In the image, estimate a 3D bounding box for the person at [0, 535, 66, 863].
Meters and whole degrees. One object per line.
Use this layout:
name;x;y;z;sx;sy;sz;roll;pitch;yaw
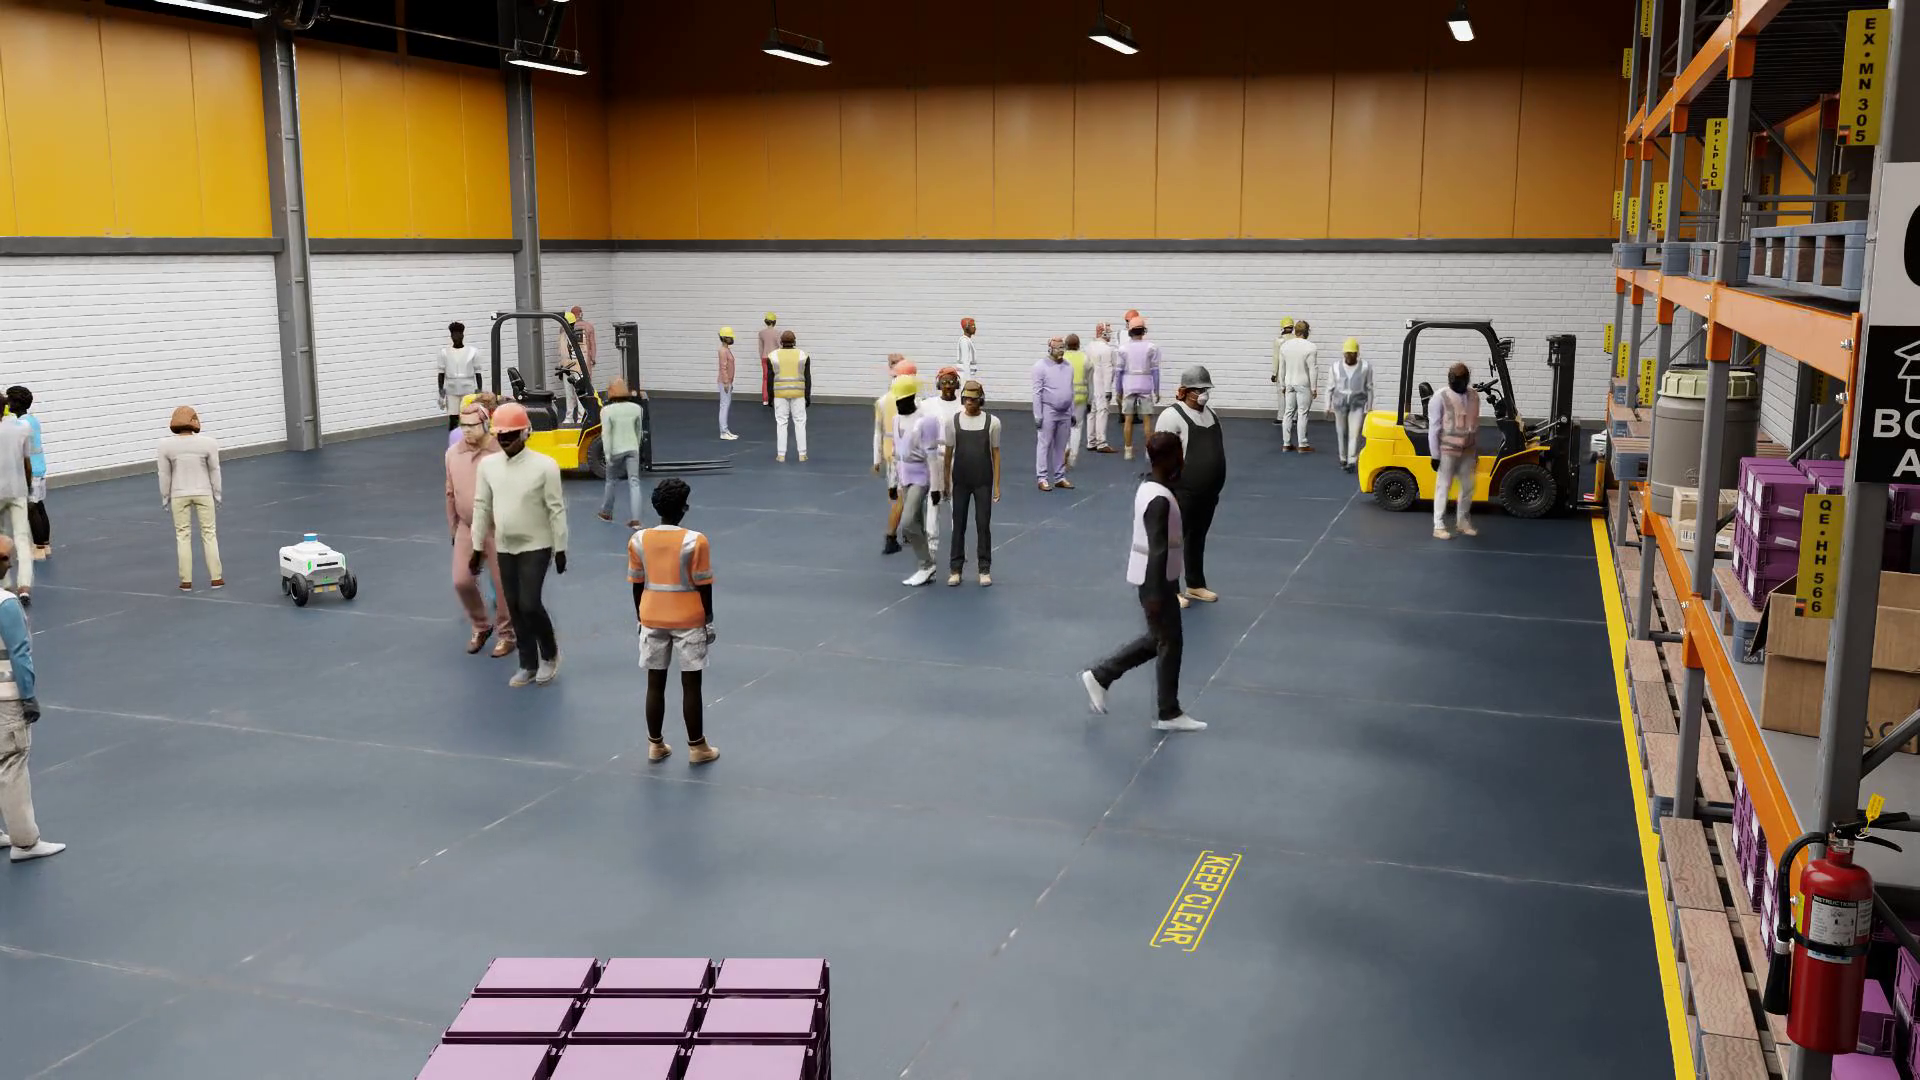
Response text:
person;-4.741;0.774;8.195;0.514;1.639;0.311;5;11;26

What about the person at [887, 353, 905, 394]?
person;-0.793;-1.627;21.739;0.318;1.631;0.526;0;10;-2

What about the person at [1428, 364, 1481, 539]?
person;5.122;-0.910;17.201;0.696;1.819;0.476;-4;11;-22

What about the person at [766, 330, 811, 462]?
person;-2.401;-2.016;23.337;0.624;1.844;0.430;-1;10;-8

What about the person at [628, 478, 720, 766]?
person;-1.666;0.481;9.693;0.532;1.692;0.320;3;10;16

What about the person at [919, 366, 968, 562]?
person;-0.116;-0.719;15.908;0.583;1.882;0.338;-2;10;-9

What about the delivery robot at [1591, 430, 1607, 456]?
delivery robot;9.087;-1.379;23.102;0.707;0.478;0.477;-8;13;-38

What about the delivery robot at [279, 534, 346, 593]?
delivery robot;-5.561;0.189;14.274;0.477;0.478;0.707;-9;13;-41

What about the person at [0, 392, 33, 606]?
person;-8.078;-0.358;14.061;0.482;1.825;0.911;-6;12;-31

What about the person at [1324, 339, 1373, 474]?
person;5.192;-1.793;22.257;0.622;1.778;0.939;3;11;19

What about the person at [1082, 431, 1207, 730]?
person;1.170;0.260;10.371;0.713;1.898;0.595;1;10;5

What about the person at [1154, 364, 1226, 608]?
person;1.984;-0.461;14.015;0.673;2.000;0.536;-9;13;-41

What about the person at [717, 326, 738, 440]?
person;-3.634;-2.448;25.976;0.307;1.770;0.525;0;10;-2

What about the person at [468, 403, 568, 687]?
person;-3.015;0.045;11.373;0.633;1.973;0.453;4;11;19

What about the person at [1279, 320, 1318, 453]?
person;4.951;-2.238;24.311;0.353;1.937;0.635;-10;14;-43

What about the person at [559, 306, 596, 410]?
person;-7.051;-3.357;30.724;0.642;1.902;0.399;-2;10;-10

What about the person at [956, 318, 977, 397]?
person;0.111;-2.580;26.396;0.355;1.883;0.572;0;10;-2

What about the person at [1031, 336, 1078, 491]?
person;1.197;-1.565;20.620;0.664;1.907;0.403;-7;12;-34

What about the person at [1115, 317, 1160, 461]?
person;2.504;-2.119;23.421;0.658;2.026;0.425;1;10;4

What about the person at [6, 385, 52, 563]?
person;-8.947;-0.632;15.948;0.315;1.696;0.541;-3;10;-15

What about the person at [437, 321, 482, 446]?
person;-7.042;-2.096;23.433;0.613;1.963;0.361;-1;10;-6

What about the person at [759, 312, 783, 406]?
person;-3.552;-3.408;31.379;0.525;1.772;0.301;5;11;26

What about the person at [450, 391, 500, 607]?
person;-3.937;-0.316;13.802;0.582;1.825;0.529;0;10;-2

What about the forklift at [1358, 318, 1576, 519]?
forklift;5.787;-1.437;19.079;2.313;2.155;1.214;3;11;19

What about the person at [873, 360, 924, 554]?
person;-0.525;-0.845;16.586;0.557;1.890;0.939;6;12;29

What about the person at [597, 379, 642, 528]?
person;-3.676;-0.943;17.980;0.500;1.590;0.852;-7;12;-33

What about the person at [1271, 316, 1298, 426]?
person;5.490;-2.838;27.988;0.593;1.832;0.403;-4;11;-23

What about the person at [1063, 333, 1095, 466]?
person;1.522;-1.911;22.774;0.656;1.829;0.434;-1;10;-6

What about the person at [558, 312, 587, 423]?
person;-6.476;-2.838;27.746;0.584;1.918;0.376;6;12;29

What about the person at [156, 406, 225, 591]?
person;-6.763;-0.368;14.638;0.500;1.633;0.289;-4;11;-21

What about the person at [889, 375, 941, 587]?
person;-0.421;-0.519;14.734;0.484;1.893;0.636;-7;12;-35

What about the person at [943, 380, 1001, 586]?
person;0.107;-0.501;14.795;0.515;1.842;0.326;0;10;2

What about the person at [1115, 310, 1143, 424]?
person;2.897;-2.940;28.269;0.548;1.937;0.379;8;13;38

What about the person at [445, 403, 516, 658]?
person;-3.488;-0.065;12.216;0.666;1.888;0.440;2;10;9

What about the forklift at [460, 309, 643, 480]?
forklift;-5.354;-1.902;21.697;2.313;2.155;1.214;-2;10;-13

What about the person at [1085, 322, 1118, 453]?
person;2.083;-2.234;24.380;0.399;1.908;0.643;-4;11;-21
